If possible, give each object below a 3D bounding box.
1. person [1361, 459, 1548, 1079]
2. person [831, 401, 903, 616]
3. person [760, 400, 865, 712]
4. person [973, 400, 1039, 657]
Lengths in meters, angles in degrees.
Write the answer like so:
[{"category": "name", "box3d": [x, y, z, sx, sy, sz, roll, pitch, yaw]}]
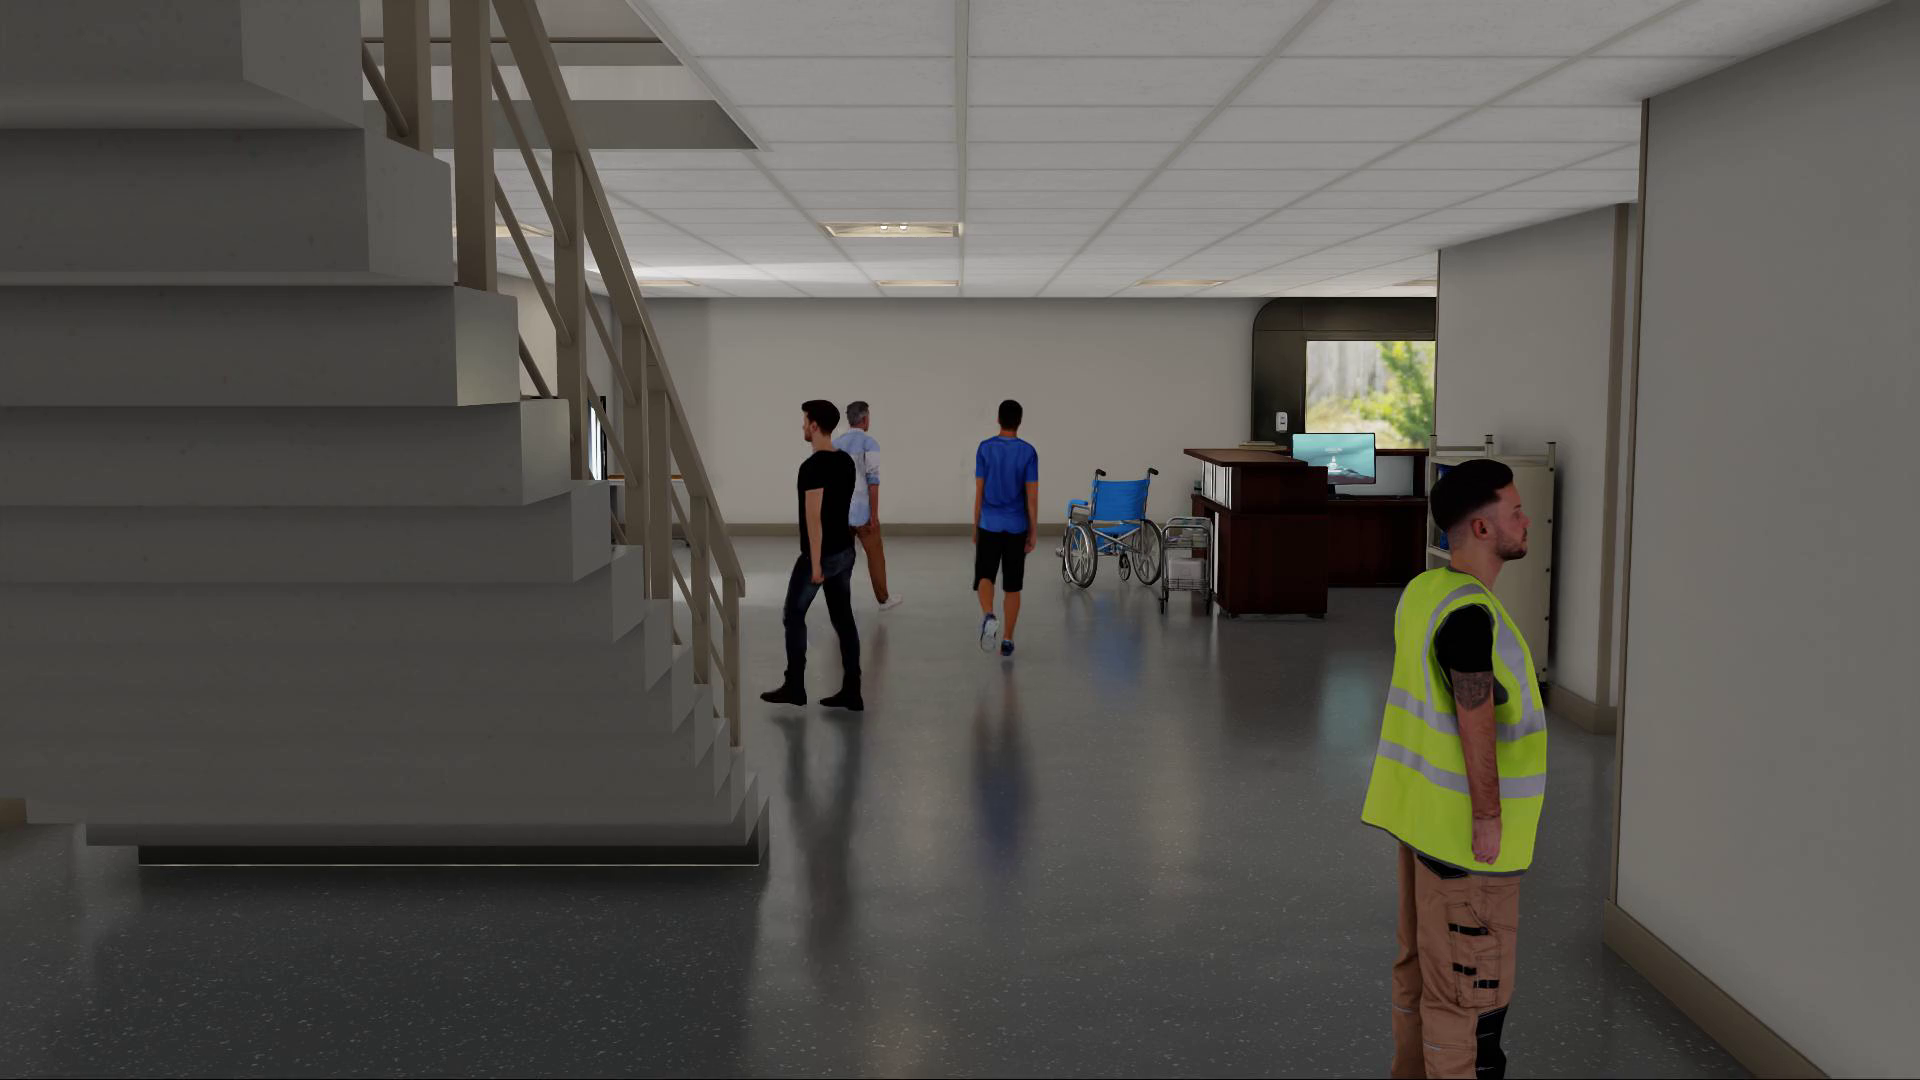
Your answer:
[{"category": "person", "box3d": [1.296, 0.707, 4.260, 0.741, 1.846, 0.628, 0, 6, -1]}, {"category": "person", "box3d": [-0.920, -0.231, 13.817, 0.994, 1.799, 1.124, 3, 7, 31]}, {"category": "person", "box3d": [-0.729, 0.112, 10.038, 0.984, 1.873, 0.969, 4, 7, 33]}, {"category": "person", "box3d": [0.298, -0.062, 11.860, 0.673, 1.854, 1.001, 1, 6, 5]}]
